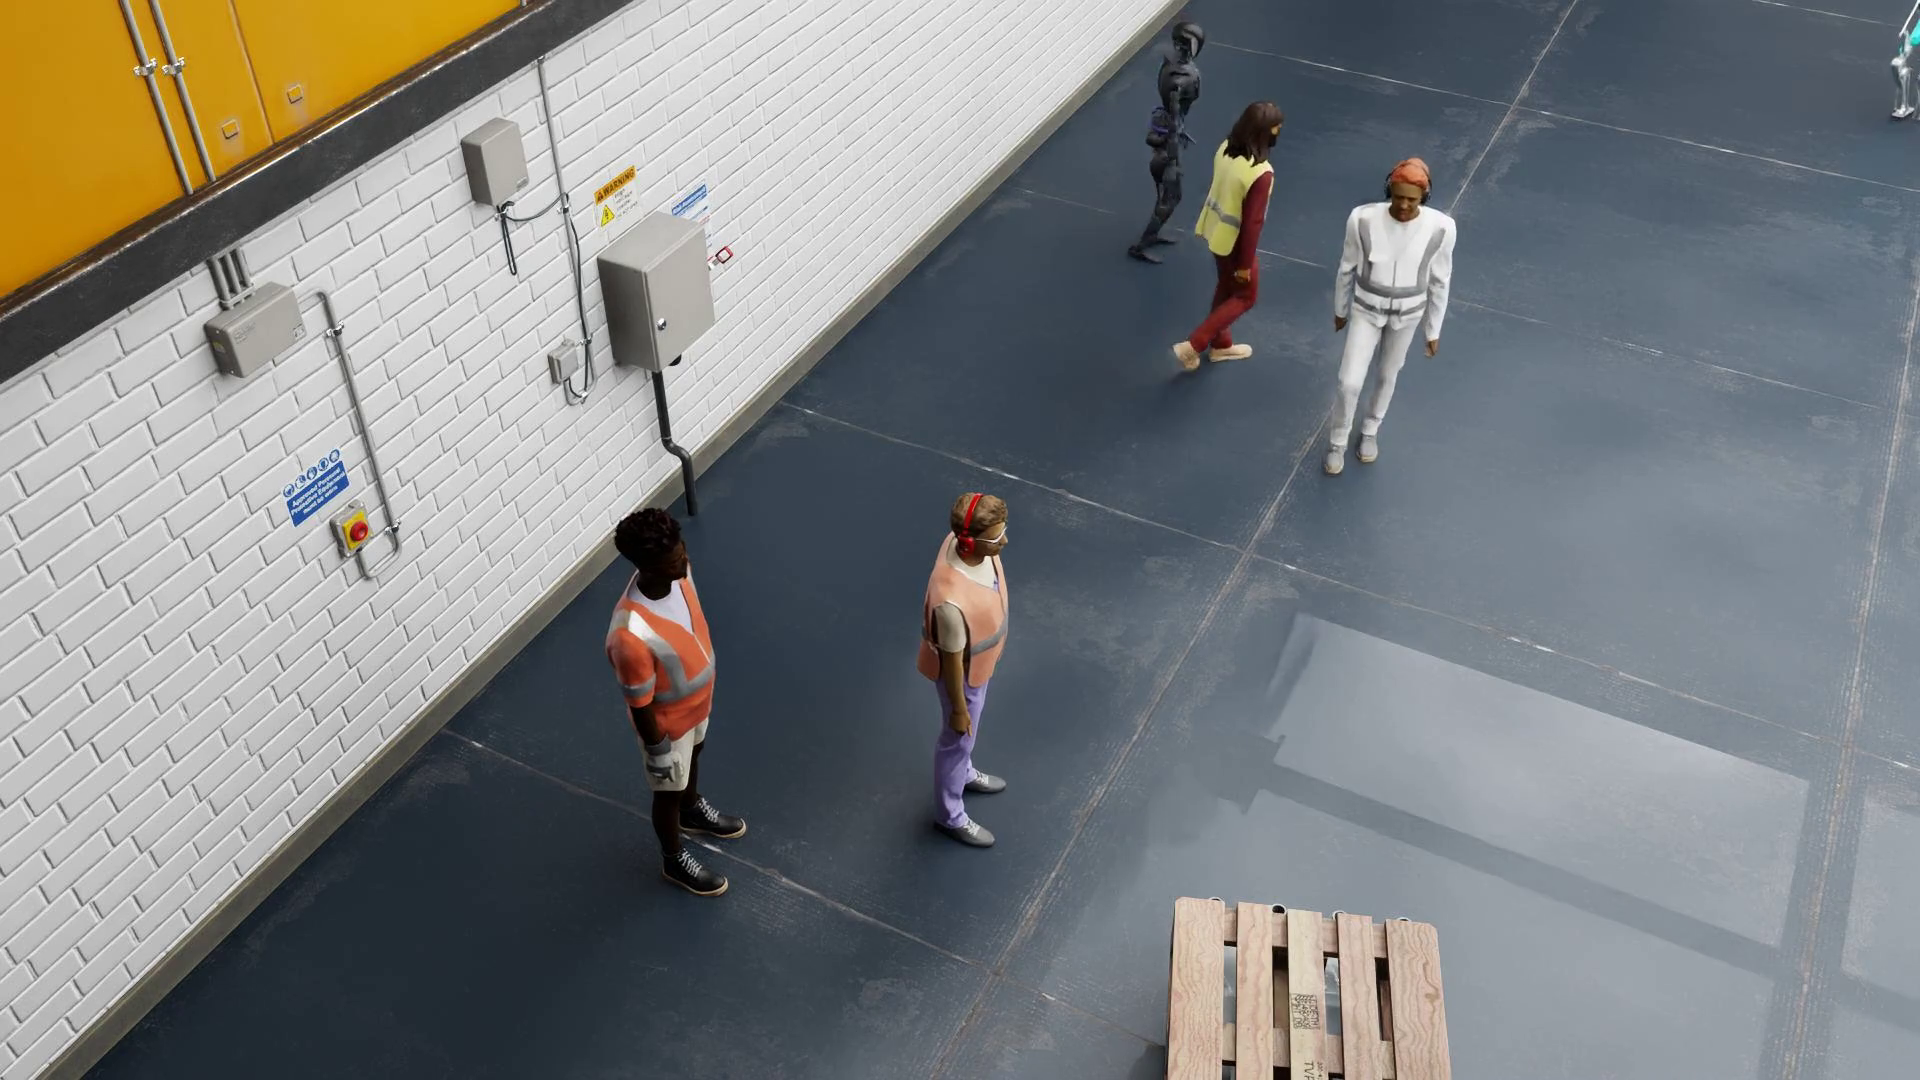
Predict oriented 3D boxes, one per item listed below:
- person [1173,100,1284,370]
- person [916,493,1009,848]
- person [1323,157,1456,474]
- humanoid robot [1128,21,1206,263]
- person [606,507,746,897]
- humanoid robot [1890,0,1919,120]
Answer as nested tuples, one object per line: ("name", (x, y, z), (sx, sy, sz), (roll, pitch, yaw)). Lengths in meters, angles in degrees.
("person", (1.548, -1.727, 9.701), (0.532, 1.753, 0.497), (-14, 43, -16))
("person", (0.014, 0.528, 7.019), (0.374, 1.843, 0.567), (7, 41, 8))
("person", (2.297, -1.152, 8.950), (0.582, 1.871, 0.619), (7, 41, 8))
("humanoid robot", (1.335, -2.578, 10.756), (0.391, 1.644, 0.590), (7, 41, 8))
("person", (-1.160, 0.659, 6.776), (0.364, 1.965, 0.609), (7, 41, 8))
("humanoid robot", (7.210, -3.884, 12.248), (0.748, 1.818, 0.556), (-28, 48, -29))
